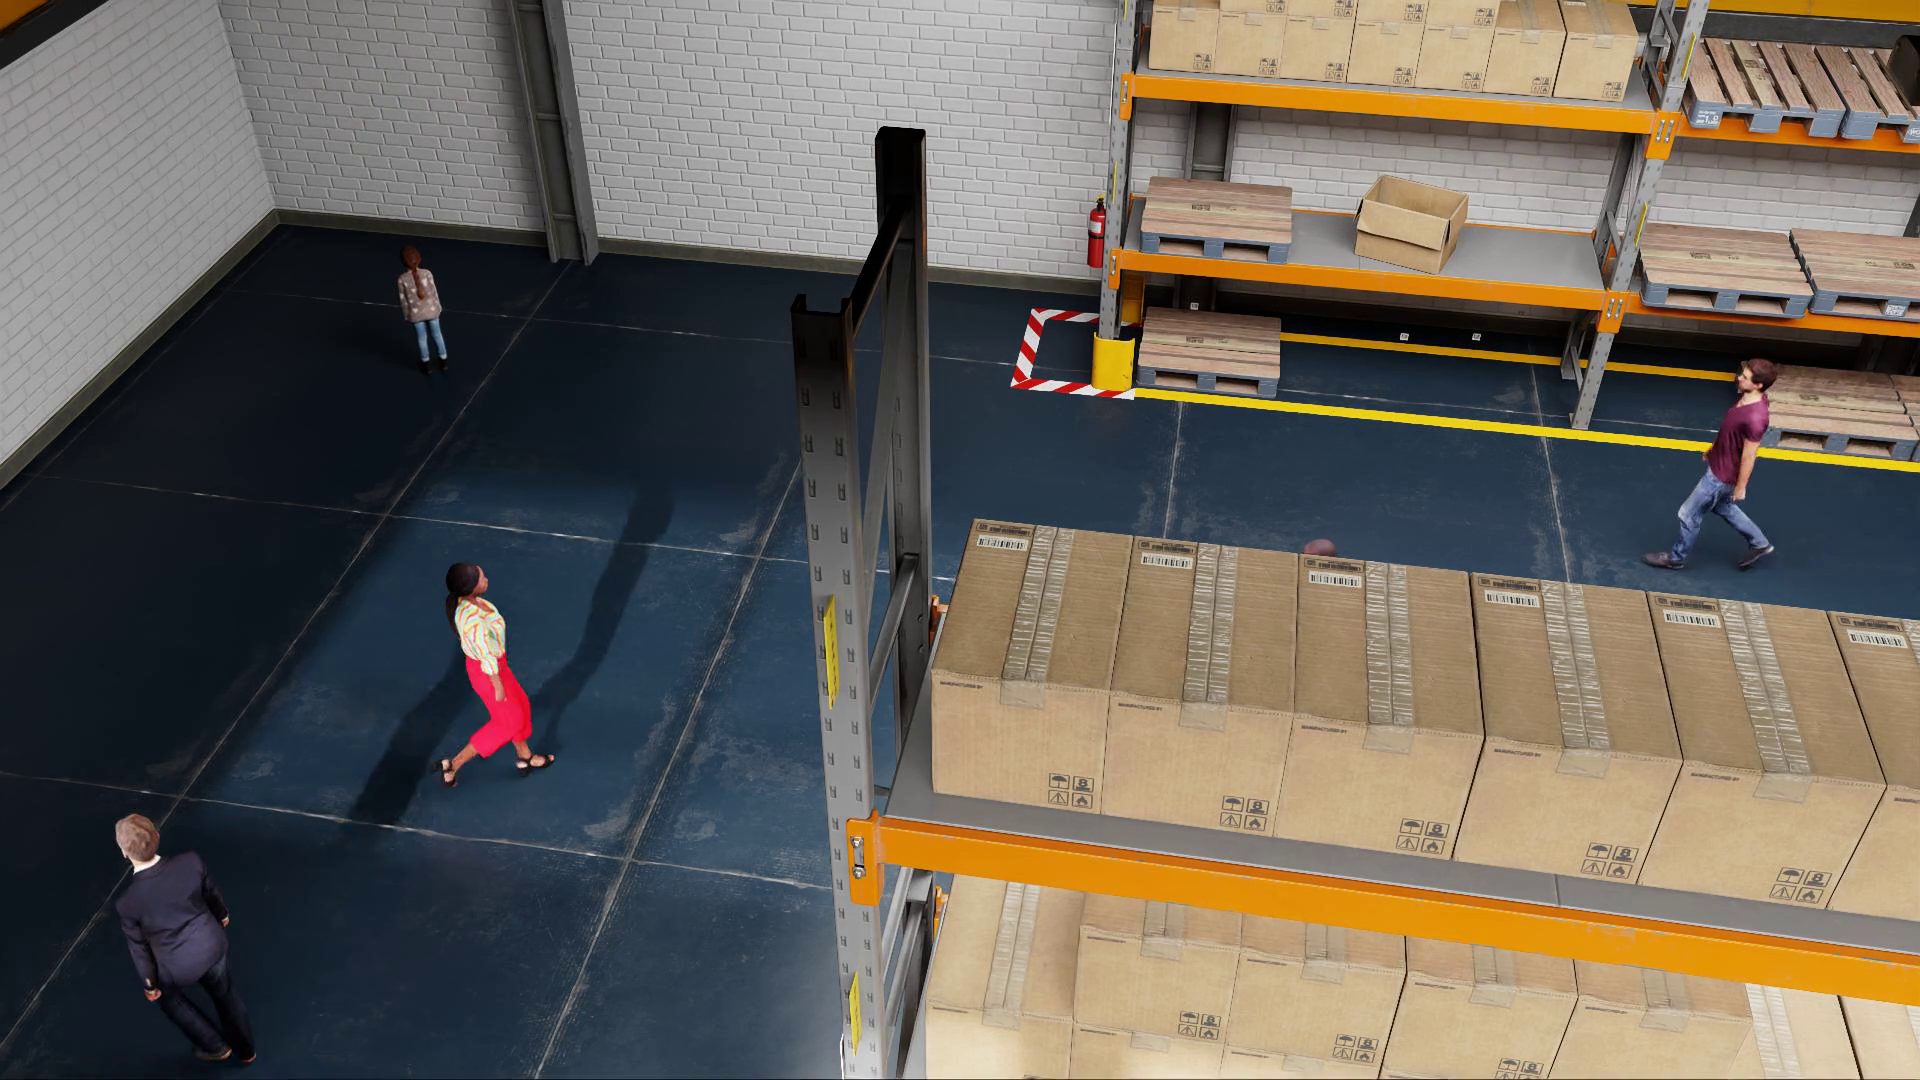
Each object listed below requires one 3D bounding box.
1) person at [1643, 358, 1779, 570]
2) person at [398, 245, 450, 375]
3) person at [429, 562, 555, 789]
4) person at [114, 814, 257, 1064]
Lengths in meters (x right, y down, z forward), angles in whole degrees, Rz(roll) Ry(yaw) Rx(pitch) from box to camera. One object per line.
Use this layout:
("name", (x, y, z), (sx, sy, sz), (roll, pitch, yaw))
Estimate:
("person", (5.574, -0.503, 11.895), (1.131, 1.825, 0.782), (12, 40, 15))
("person", (-4.601, -1.974, 14.243), (0.529, 1.193, 0.610), (-14, 41, -17))
("person", (-2.960, 0.887, 10.196), (1.055, 1.773, 0.966), (-22, 43, -25))
("person", (-3.972, 2.146, 8.597), (0.828, 1.801, 0.831), (25, 45, 28))
